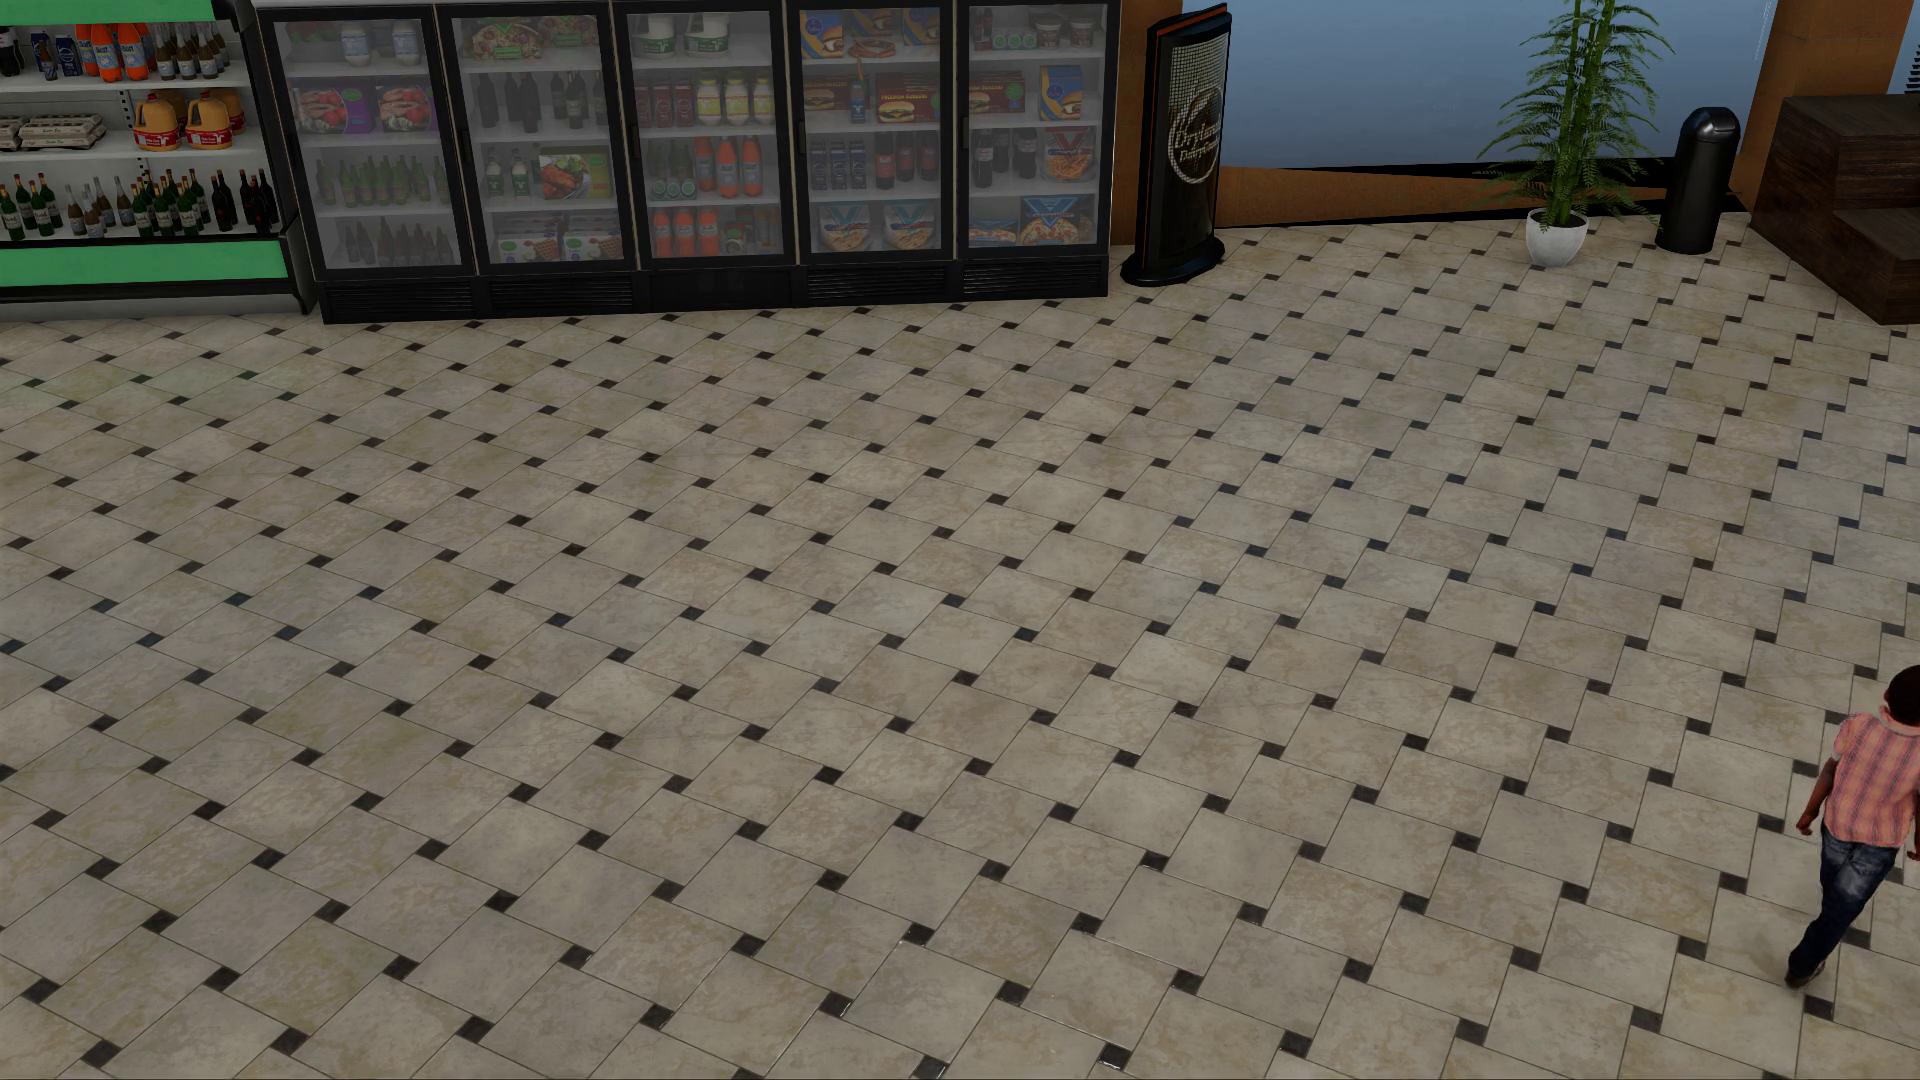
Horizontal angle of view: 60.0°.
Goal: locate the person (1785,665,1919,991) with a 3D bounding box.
[{"bbox_3d":[3.045,1.006,5.658,0.947,1.275,0.832,-26,40,-35],"label":"person"}]
